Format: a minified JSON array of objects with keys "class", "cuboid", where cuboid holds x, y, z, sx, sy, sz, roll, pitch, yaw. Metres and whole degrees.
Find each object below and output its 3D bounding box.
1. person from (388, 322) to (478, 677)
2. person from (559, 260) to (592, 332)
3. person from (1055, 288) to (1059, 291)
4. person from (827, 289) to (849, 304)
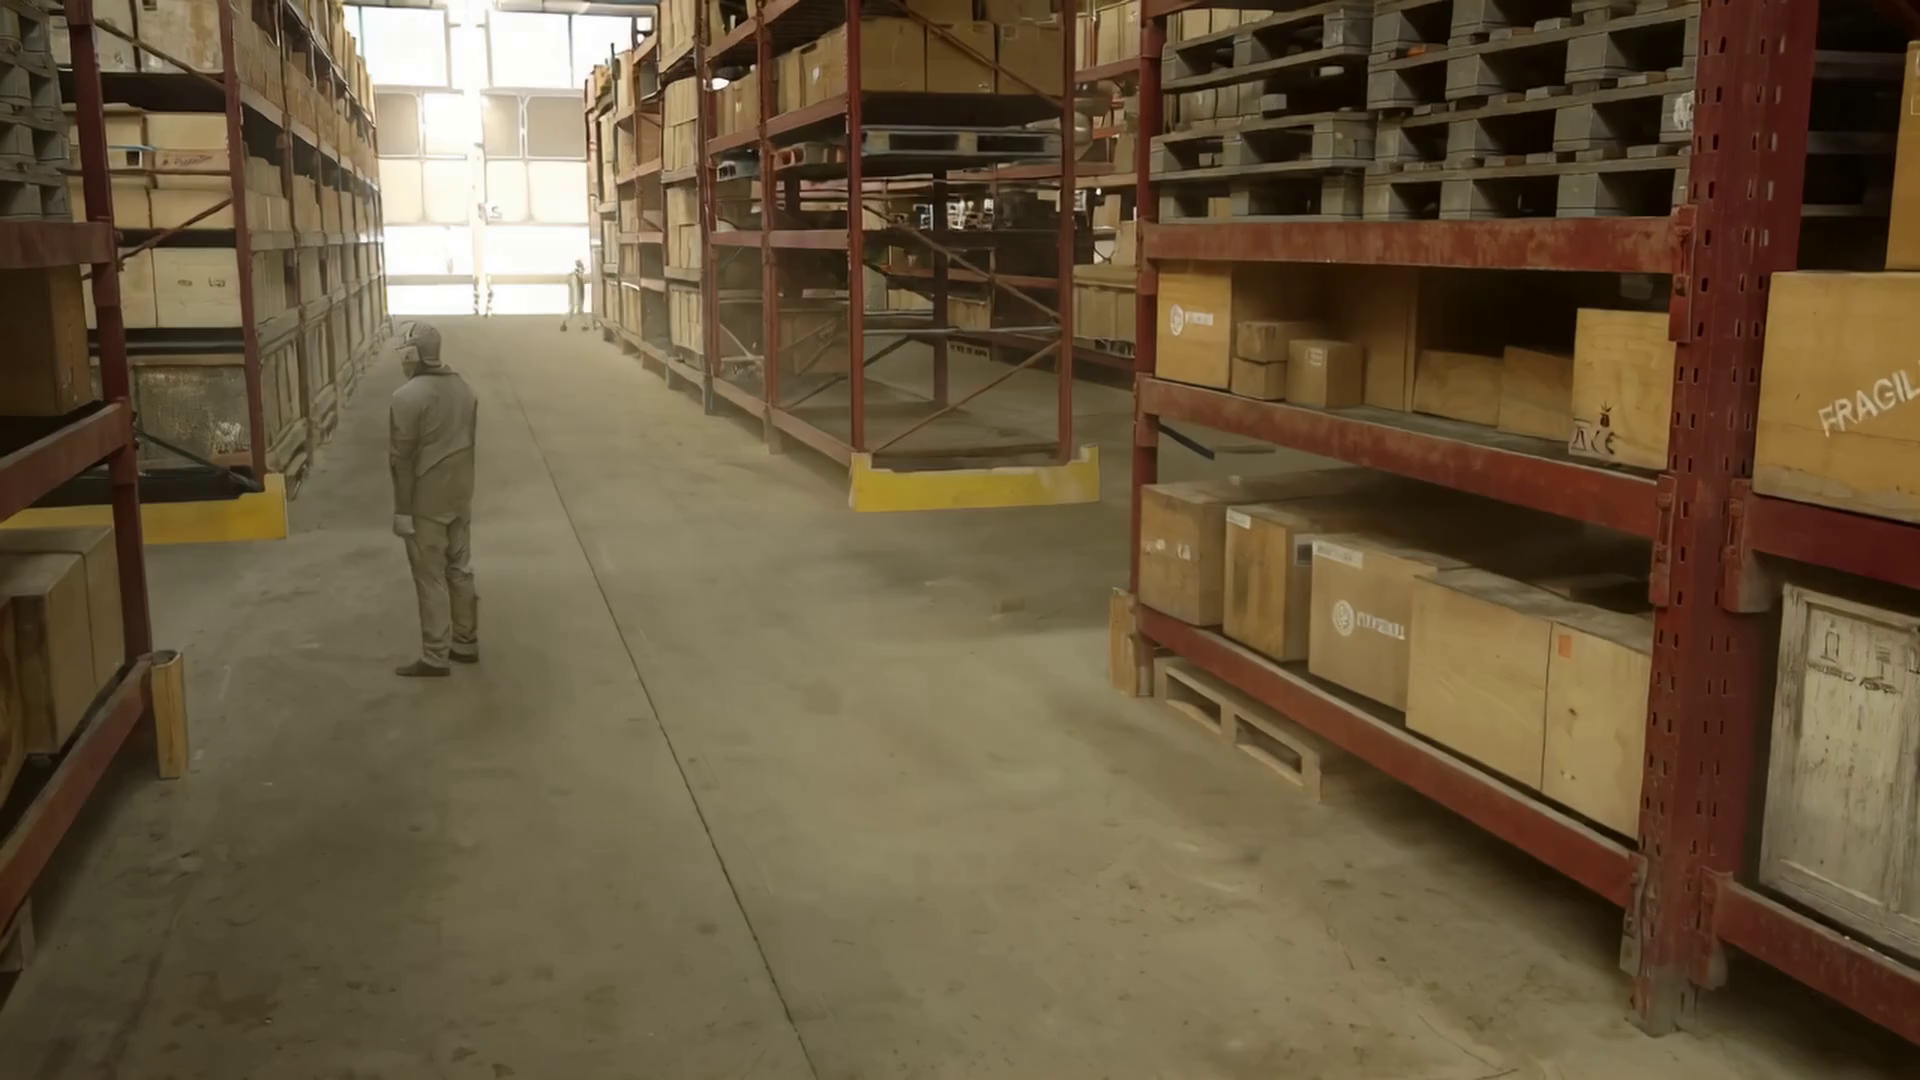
[{"class":"person","cuboid":[-2.854,-0.218,8.966,0.399,1.900,0.643,3,11,14]},{"class":"person","cuboid":[-9.576,-6.040,41.230,0.859,1.783,0.646,-9,14,-40]},{"class":"person","cuboid":[2.586,-6.149,41.326,0.995,1.958,0.625,9,14,40]},{"class":"person","cuboid":[-2.638,-5.320,36.833,0.634,1.927,0.436,-2,11,-11]}]
